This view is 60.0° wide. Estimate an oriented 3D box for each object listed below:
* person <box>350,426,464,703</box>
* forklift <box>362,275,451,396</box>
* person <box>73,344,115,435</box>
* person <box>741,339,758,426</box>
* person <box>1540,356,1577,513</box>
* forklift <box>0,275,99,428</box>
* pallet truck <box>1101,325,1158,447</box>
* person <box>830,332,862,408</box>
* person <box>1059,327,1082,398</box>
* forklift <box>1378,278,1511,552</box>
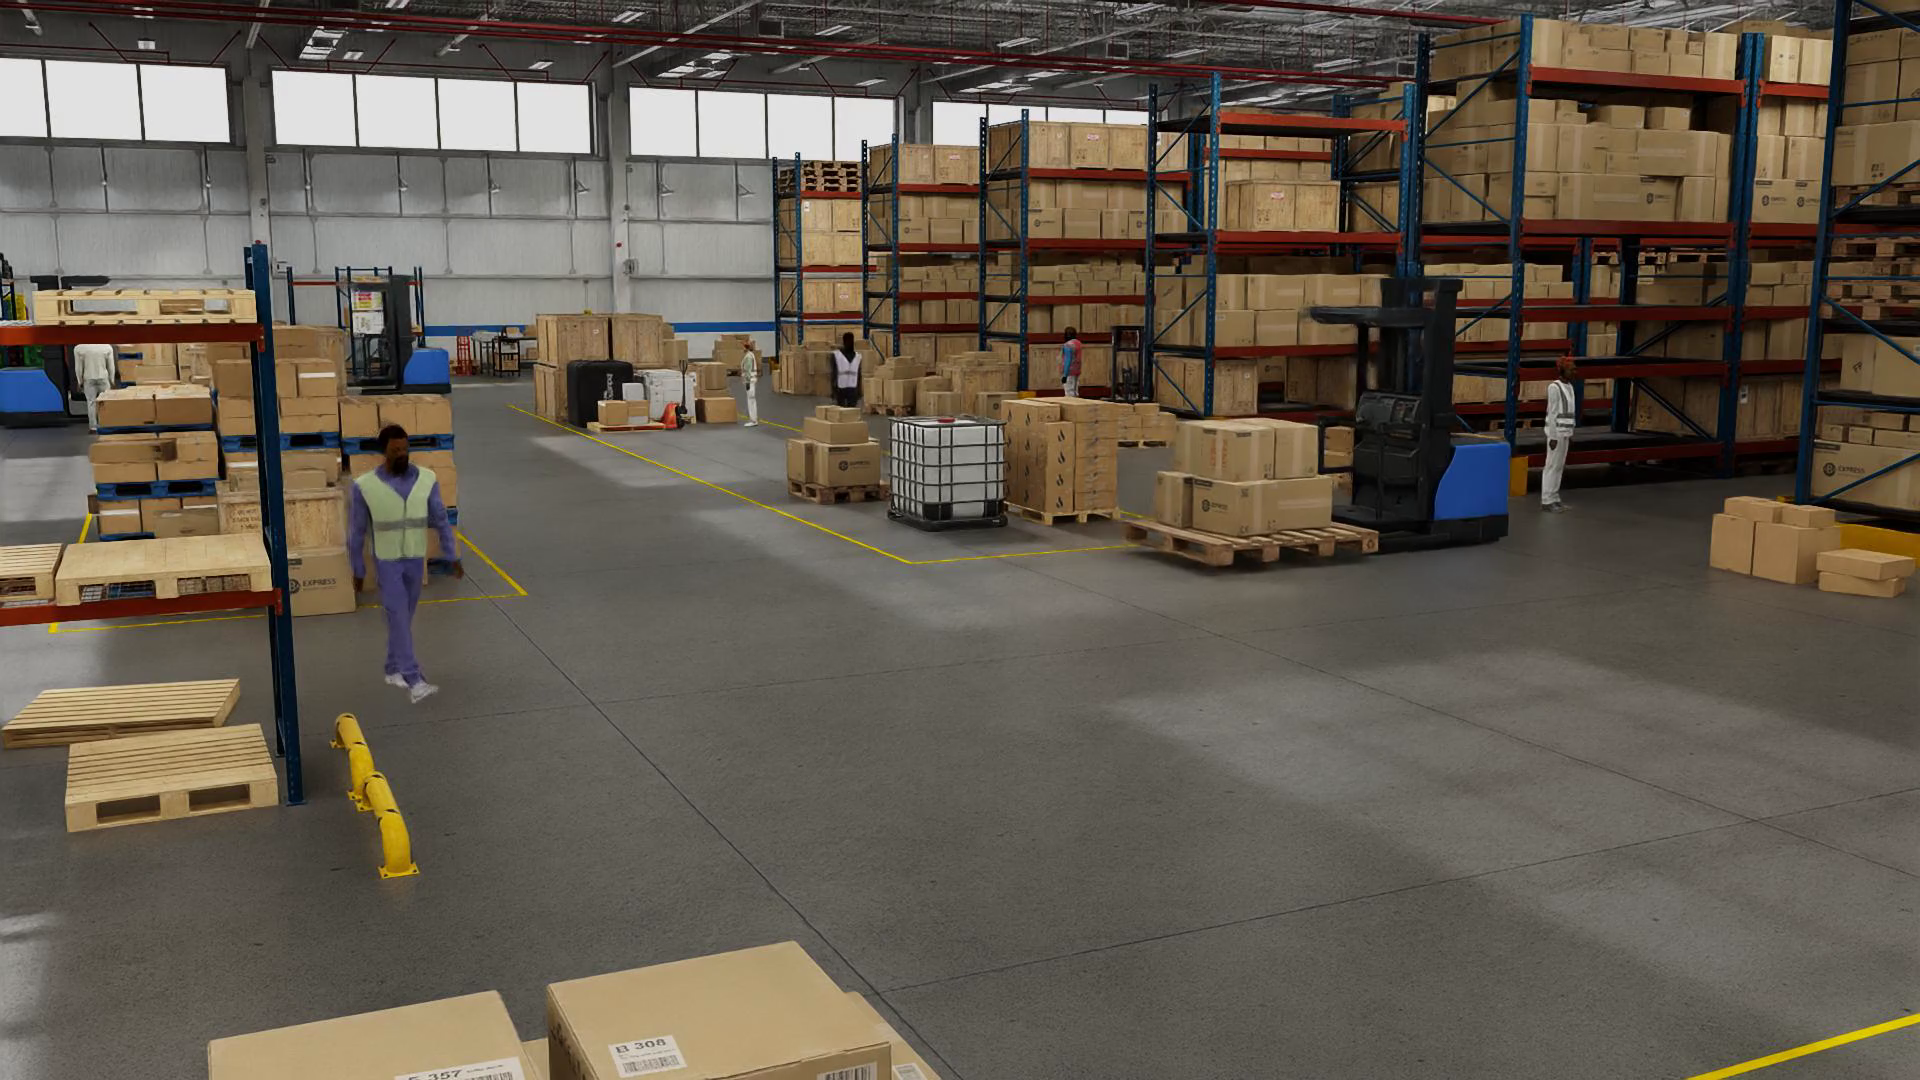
[{"bbox_3d":[-3.760,0.157,11.275,1.022,1.862,0.604,9,13,44],"label":"person"},{"bbox_3d":[-12.881,-4.745,38.529,1.873,2.768,1.129,-4,10,-25],"label":"forklift"},{"bbox_3d":[-15.375,-2.834,29.584,0.629,1.940,0.379,-5,11,-29],"label":"person"},{"bbox_3d":[-3.961,-2.951,31.258,0.312,1.632,0.514,-1,9,-4],"label":"person"},{"bbox_3d":[7.229,-1.269,20.041,0.342,1.882,0.579,7,12,38],"label":"person"},{"bbox_3d":[-17.011,-3.559,31.168,1.873,2.768,1.129,-4,10,-25],"label":"forklift"},{"bbox_3d":[2.881,-2.596,27.923,0.823,1.965,1.885,-1,9,-7],"label":"pallet truck"},{"bbox_3d":[-1.919,-2.536,27.836,0.620,1.903,0.569,-6,11,-32],"label":"person"},{"bbox_3d":[2.121,-3.197,32.140,0.429,1.844,0.625,4,10,24],"label":"person"},{"bbox_3d":[4.839,-1.379,17.644,1.873,2.768,1.129,-4,10,-25],"label":"forklift"}]
